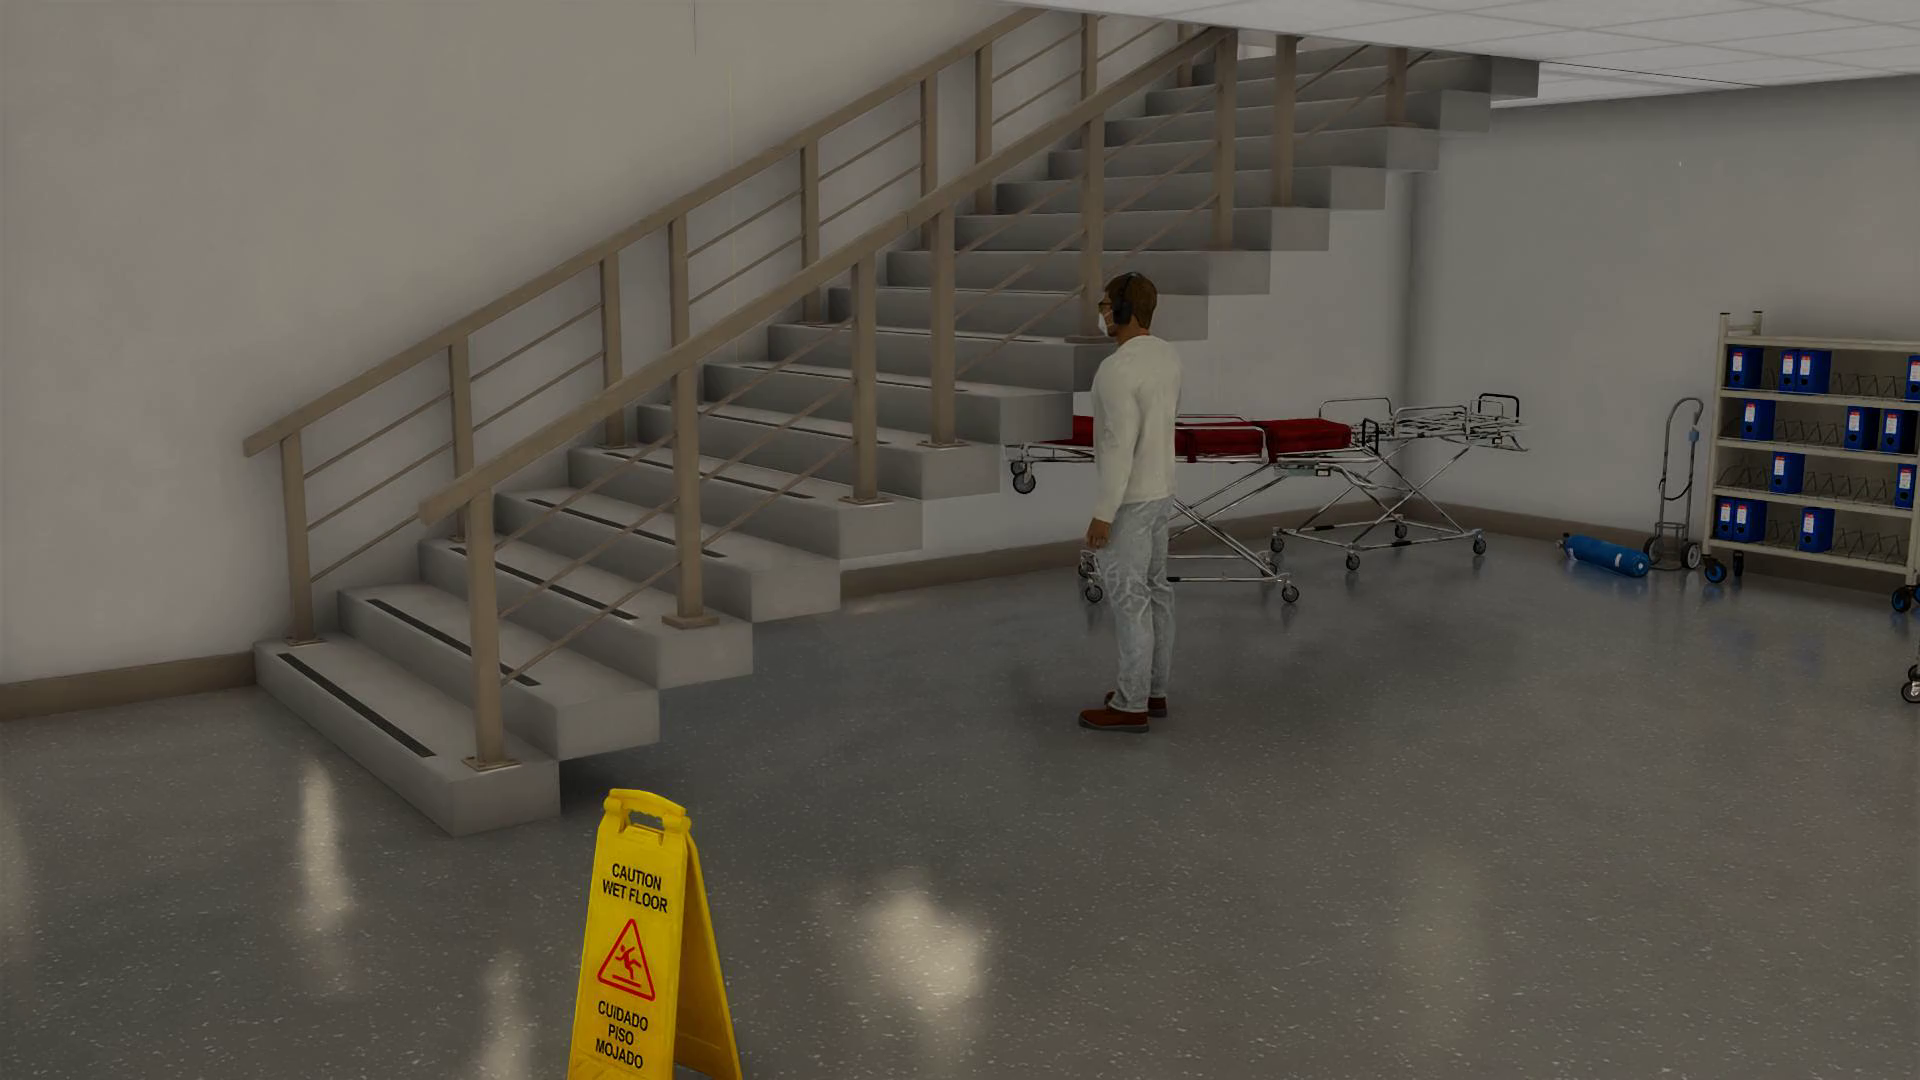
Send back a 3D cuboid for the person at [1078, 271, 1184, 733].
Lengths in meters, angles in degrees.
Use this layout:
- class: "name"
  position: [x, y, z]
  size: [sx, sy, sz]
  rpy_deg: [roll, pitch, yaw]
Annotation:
- class: "person"
  position: [0.722, -0.154, 7.024]
  size: [0.370, 1.941, 0.627]
  rpy_deg: [5, 11, 28]
